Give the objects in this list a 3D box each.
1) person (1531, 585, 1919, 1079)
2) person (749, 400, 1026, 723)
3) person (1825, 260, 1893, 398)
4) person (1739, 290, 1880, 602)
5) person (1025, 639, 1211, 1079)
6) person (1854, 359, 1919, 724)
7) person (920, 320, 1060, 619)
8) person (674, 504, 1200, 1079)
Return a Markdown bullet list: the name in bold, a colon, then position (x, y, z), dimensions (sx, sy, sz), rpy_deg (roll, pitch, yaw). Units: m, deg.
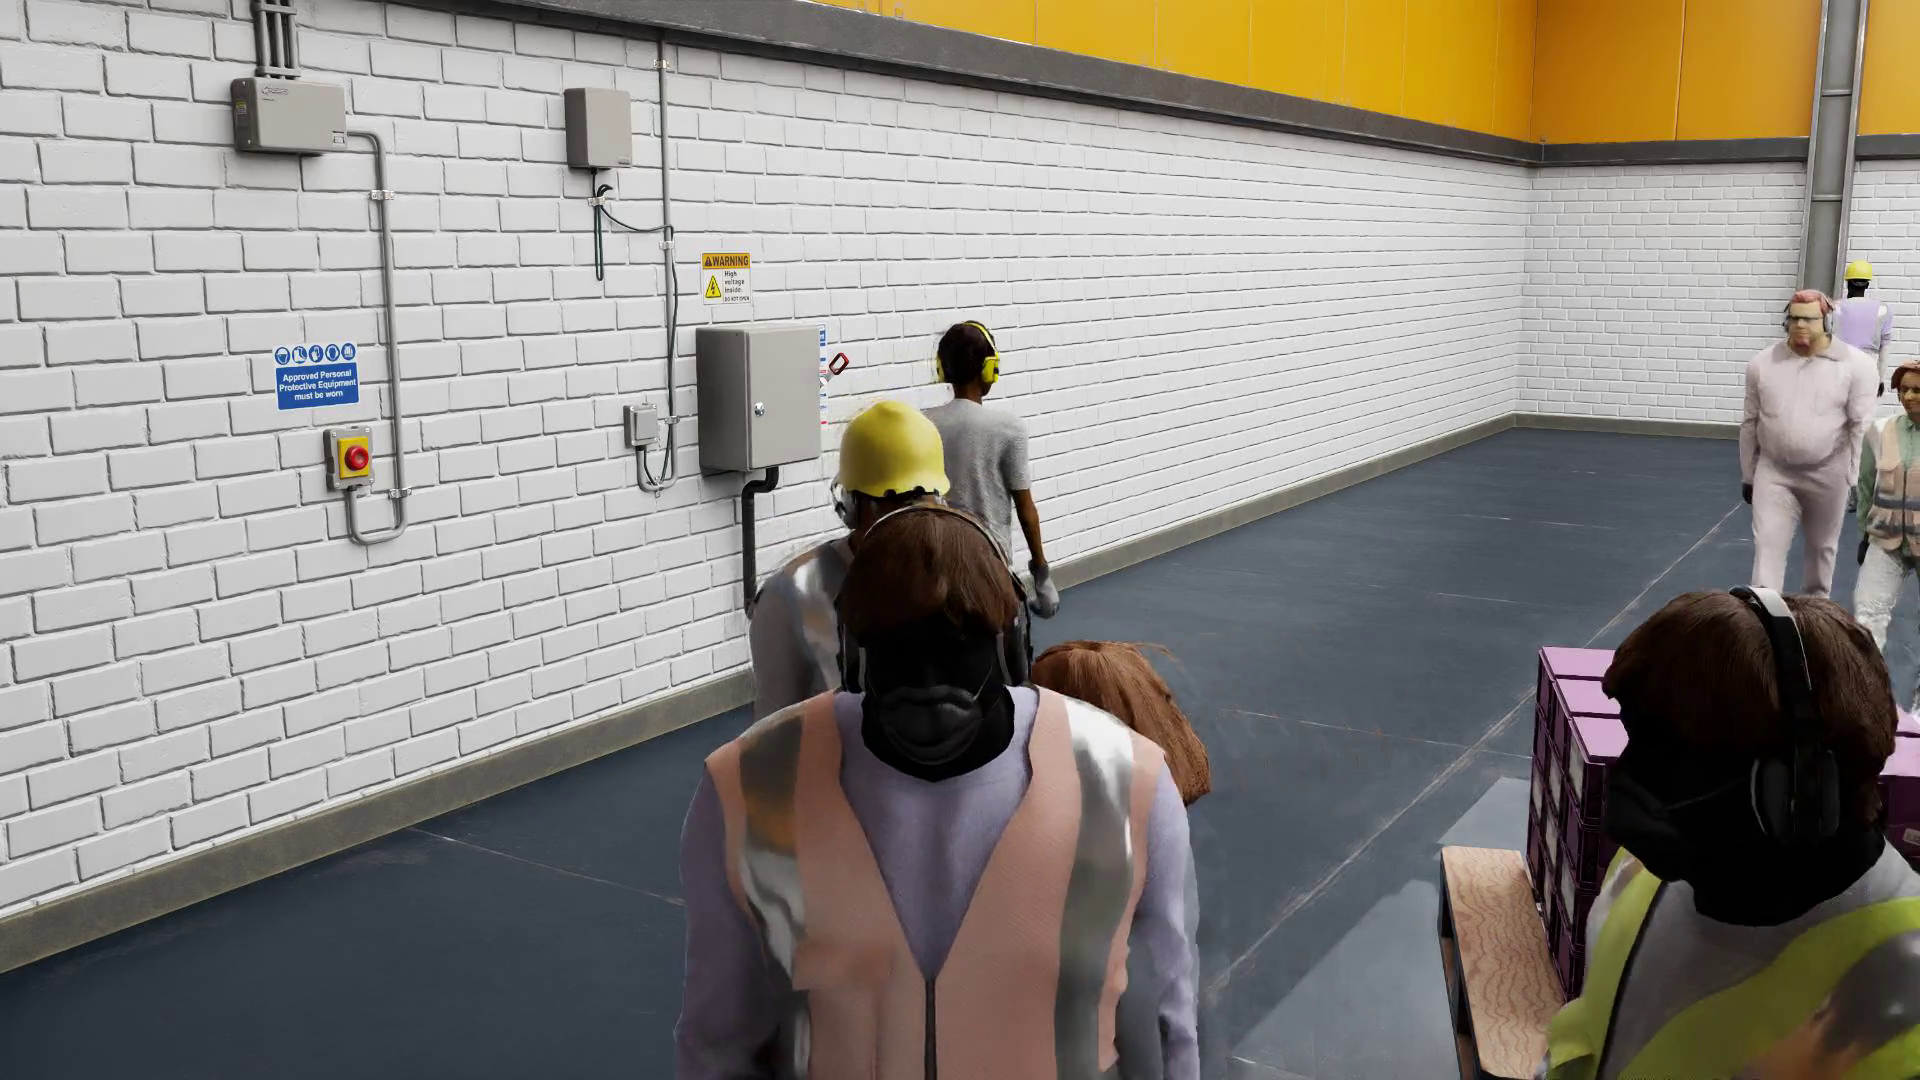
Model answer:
- **person**: position (0.762, 0.923, 1.671), dimensions (0.941, 1.791, 0.615), rpy_deg (1, 10, 7)
- **person**: position (-0.143, 0.586, 3.542), dimensions (0.593, 1.790, 0.901), rpy_deg (-6, 12, -31)
- **person**: position (7.645, -1.429, 14.301), dimensions (0.595, 1.925, 0.371), rpy_deg (2, 10, 9)
- **person**: position (4.324, -0.345, 8.529), dimensions (0.658, 1.850, 1.007), rpy_deg (7, 13, 36)
- **person**: position (0.169, 0.911, 2.278), dimensions (0.833, 1.588, 0.508), rpy_deg (3, 11, 17)
- **person**: position (3.986, 0.047, 7.014), dimensions (0.832, 1.595, 0.533), rpy_deg (-8, 13, -37)
- **person**: position (0.017, 0.133, 5.949), dimensions (0.532, 1.827, 0.971), rpy_deg (7, 13, 36)
- **person**: position (-0.025, 0.862, 1.958), dimensions (0.634, 1.795, 0.963), rpy_deg (1, 10, 4)
